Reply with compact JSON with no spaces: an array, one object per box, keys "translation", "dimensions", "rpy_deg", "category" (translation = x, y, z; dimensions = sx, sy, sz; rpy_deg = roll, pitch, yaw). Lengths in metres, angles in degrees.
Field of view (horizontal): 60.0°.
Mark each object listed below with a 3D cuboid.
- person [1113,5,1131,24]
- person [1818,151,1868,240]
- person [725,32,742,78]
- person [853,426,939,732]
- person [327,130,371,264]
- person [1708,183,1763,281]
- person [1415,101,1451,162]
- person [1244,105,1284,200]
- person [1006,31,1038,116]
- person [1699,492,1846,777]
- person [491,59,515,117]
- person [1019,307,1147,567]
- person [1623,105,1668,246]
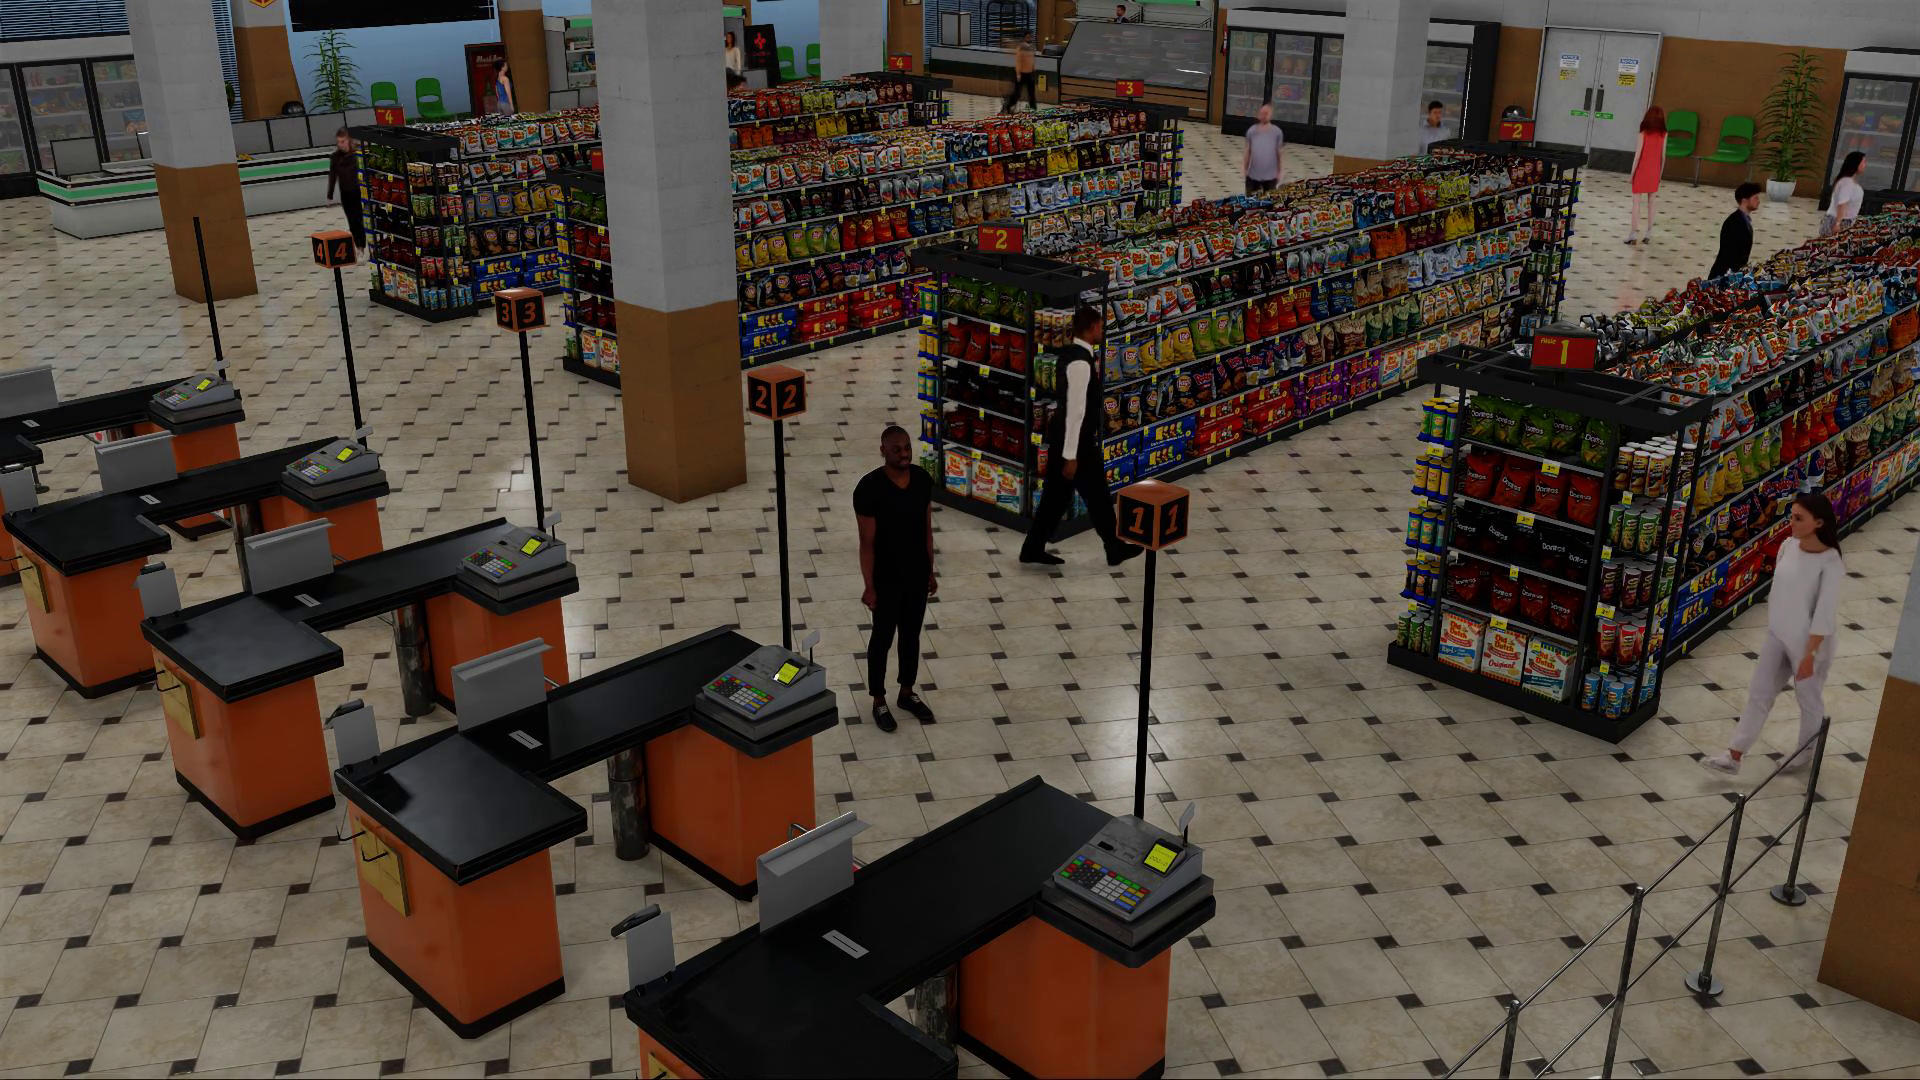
[{"translation":[3.711,-11.416,38.495],"dimensions":[0.569,1.867,0.626],"rpy_deg":[-20,29,-40],"category":"person"},{"translation":[10.358,-3.767,19.739],"dimensions":[0.959,1.657,0.972],"rpy_deg":[9,24,21],"category":"person"},{"translation":[-4.652,-9.580,34.228],"dimensions":[0.672,1.642,1.078],"rpy_deg":[17,27,36],"category":"person"},{"translation":[-0.364,0.205,9.636],"dimensions":[0.549,1.820,0.763],"rpy_deg":[-15,26,-32],"category":"person"},{"translation":[-7.757,-4.424,21.347],"dimensions":[0.839,1.678,0.893],"rpy_deg":[3,22,8],"category":"person"},{"translation":[7.577,-2.624,16.606],"dimensions":[0.924,1.872,1.019],"rpy_deg":[11,25,26],"category":"person"},{"translation":[6.197,-4.871,22.160],"dimensions":[1.233,1.901,1.204],"rpy_deg":[-3,22,-8],"category":"person"},{"translation":[4.117,-4.963,22.488],"dimensions":[0.859,1.827,0.928],"rpy_deg":[6,23,16],"category":"person"},{"translation":[1.255,-9.427,33.738],"dimensions":[1.168,1.722,0.886],"rpy_deg":[-17,27,-36],"category":"person"},{"translation":[4.619,0.537,9.036],"dimensions":[1.095,1.652,0.858],"rpy_deg":[-10,24,-23],"category":"person"},{"translation":[-8.142,-7.773,29.773],"dimensions":[0.549,1.610,0.531],"rpy_deg":[20,29,41],"category":"person"},{"translation":[0.713,-0.676,11.767],"dimensions":[1.311,1.866,1.182],"rpy_deg":[-2,22,-4],"category":"person"},{"translation":[9.215,-4.896,22.322],"dimensions":[0.652,1.826,0.738],"rpy_deg":[-2,22,-6],"category":"person"}]
